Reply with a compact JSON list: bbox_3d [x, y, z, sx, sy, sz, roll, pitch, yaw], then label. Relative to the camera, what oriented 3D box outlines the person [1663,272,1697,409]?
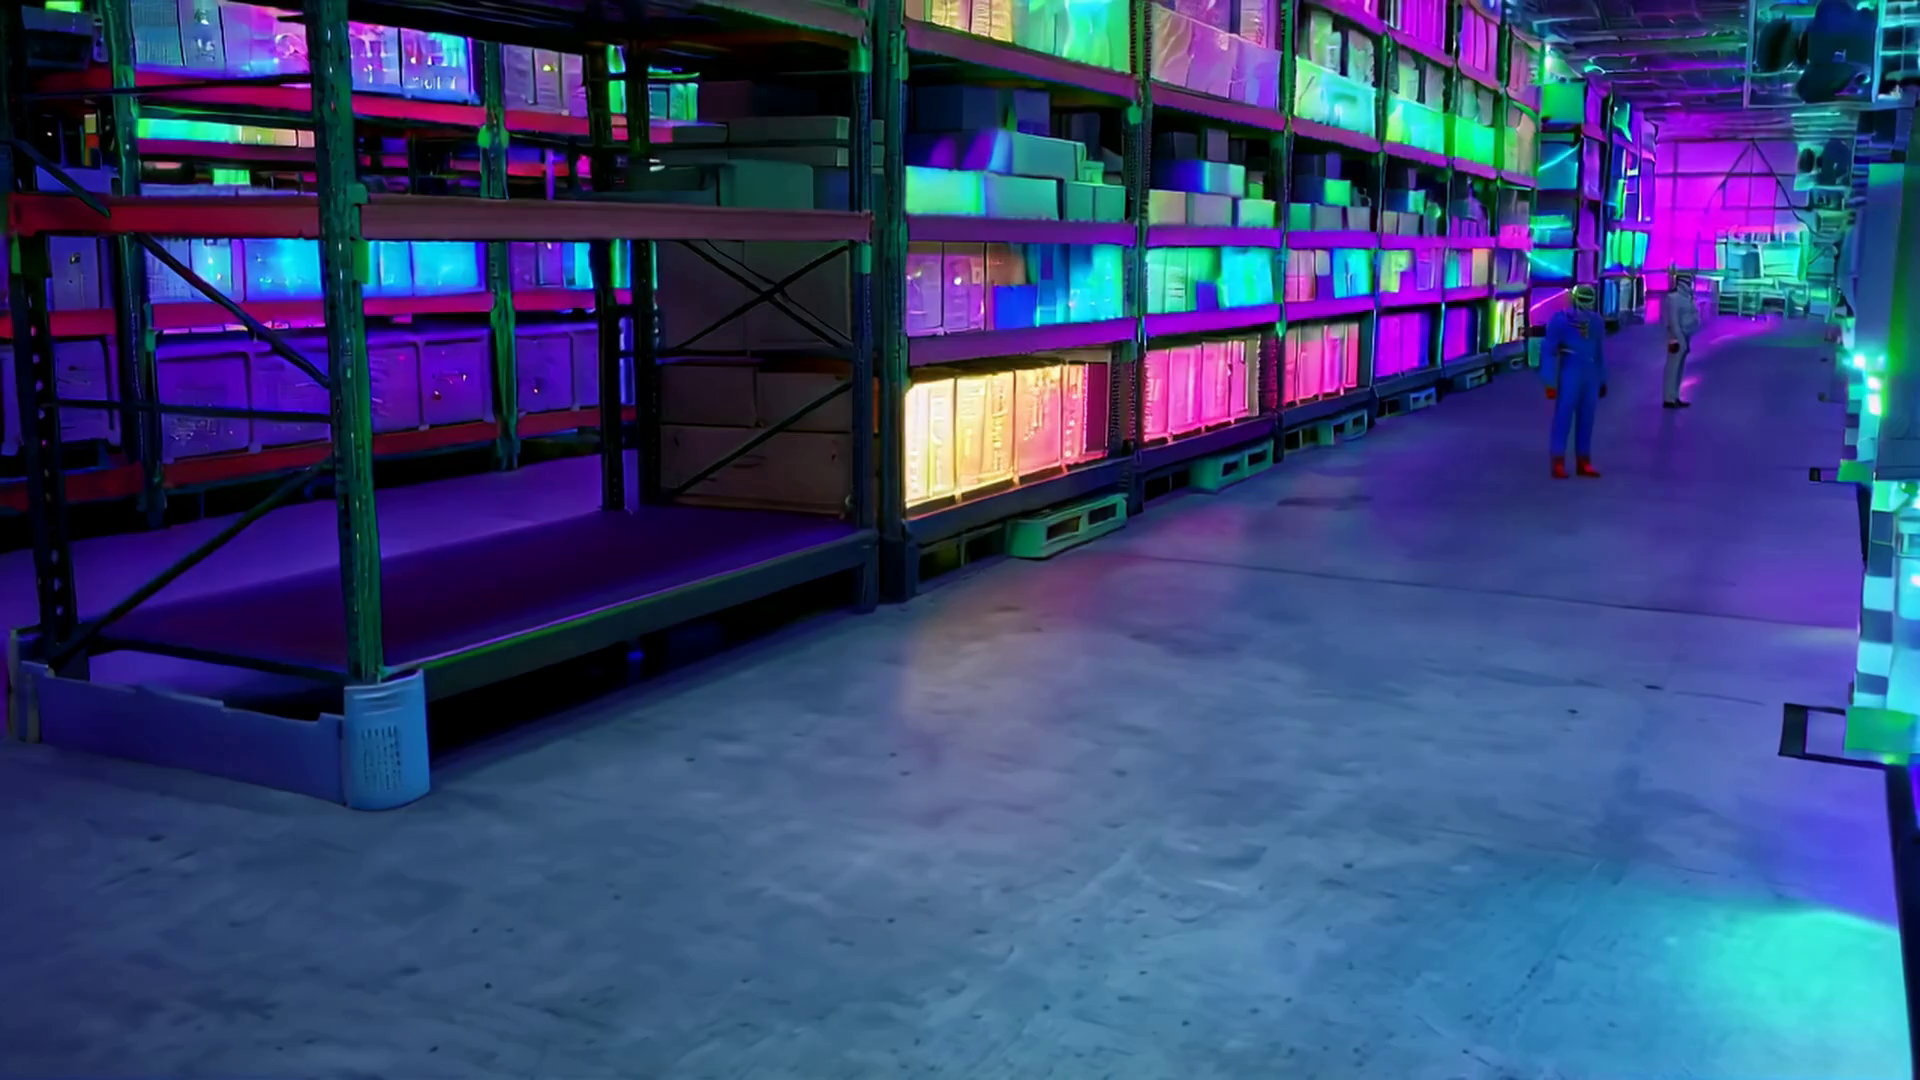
[{"bbox_3d":[10.143,-2.810,23.422,0.408,1.913,0.641,7,12,36],"label":"person"}]

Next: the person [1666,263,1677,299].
[{"bbox_3d":[33.936,-12.331,79.193,0.539,1.687,0.319,-8,12,-38],"label":"person"}]

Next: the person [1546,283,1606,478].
[{"bbox_3d":[5.981,-1.539,16.124,0.653,1.894,0.401,-3,10,-19],"label":"person"}]

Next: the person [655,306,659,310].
[{"bbox_3d":[-4.770,-3.355,26.524,0.543,1.928,0.373,-4,10,-20],"label":"person"}]
